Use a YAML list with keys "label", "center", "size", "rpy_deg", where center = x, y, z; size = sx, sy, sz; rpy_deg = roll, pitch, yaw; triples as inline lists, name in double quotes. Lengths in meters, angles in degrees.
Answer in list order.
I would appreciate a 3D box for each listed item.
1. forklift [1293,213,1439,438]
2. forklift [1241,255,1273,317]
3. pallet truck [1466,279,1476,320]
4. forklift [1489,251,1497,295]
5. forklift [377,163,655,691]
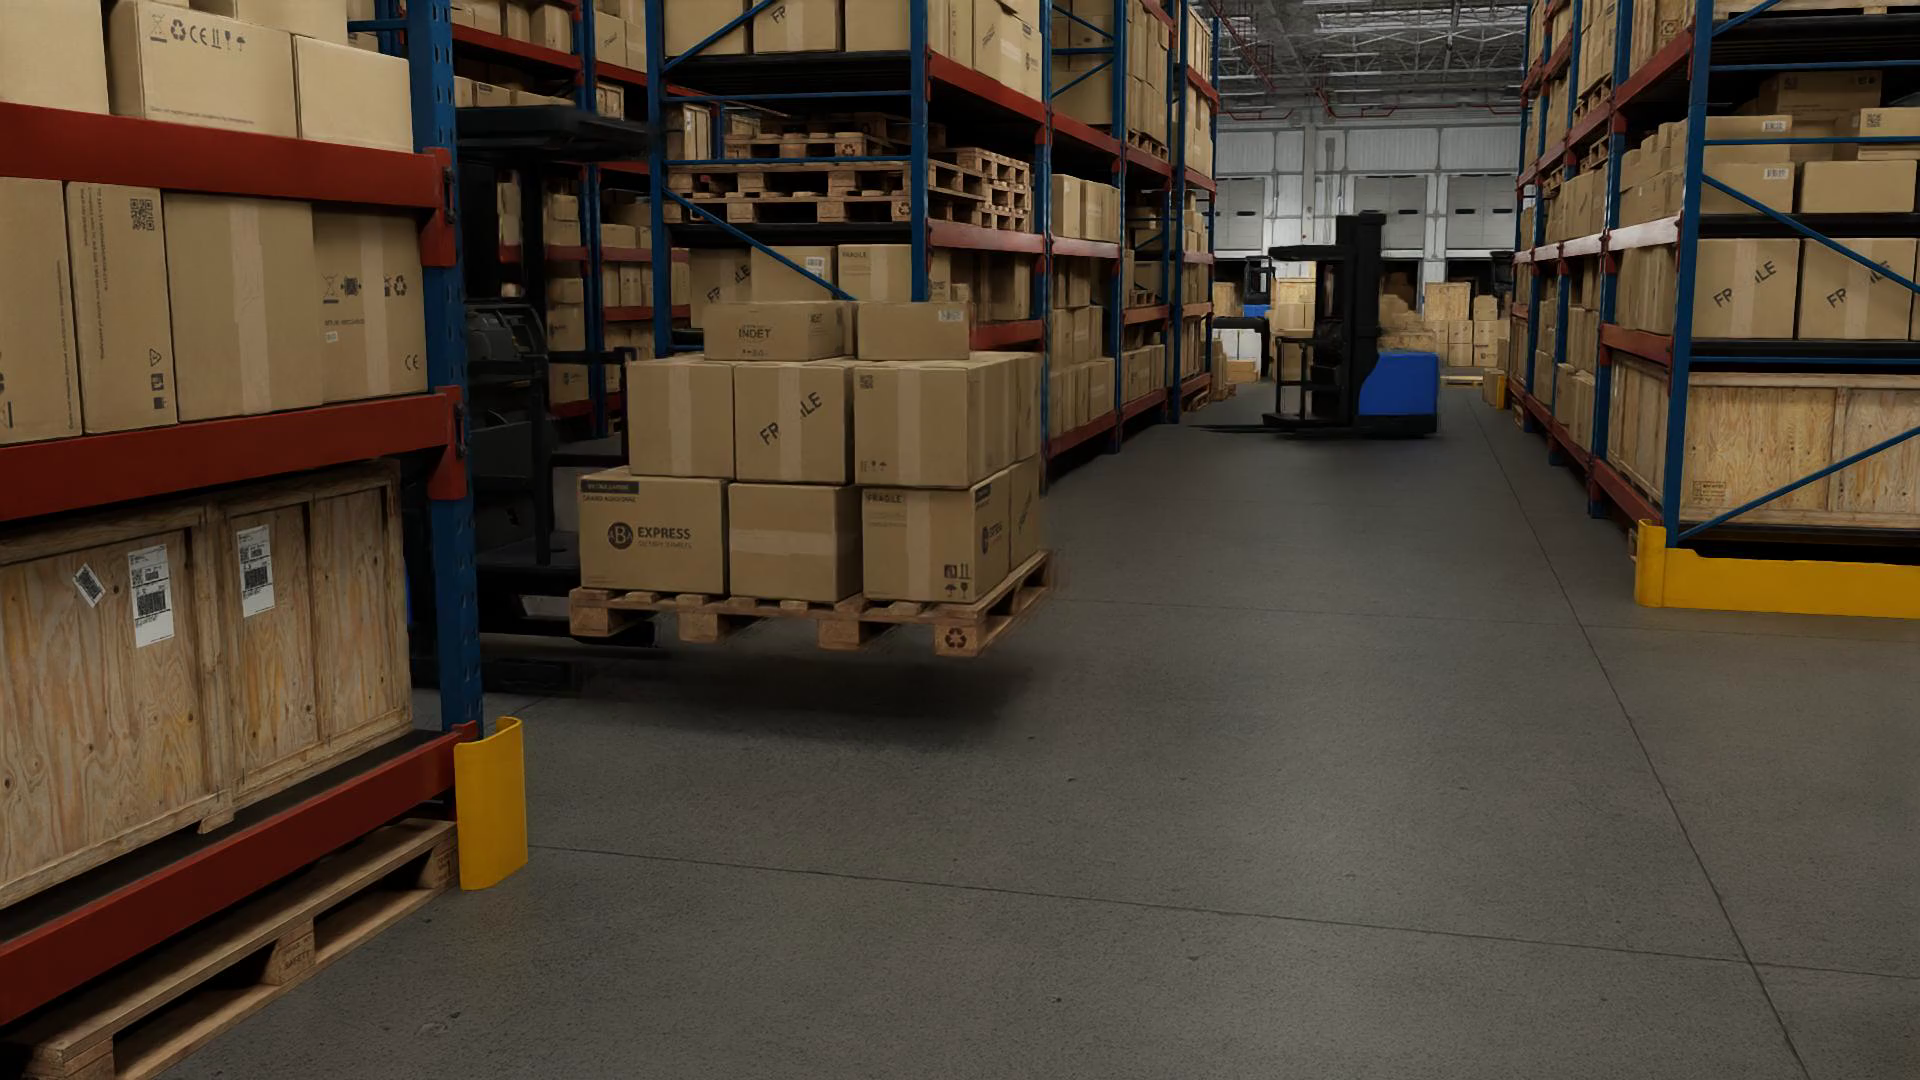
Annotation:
- label: "forklift"
  center: [5.038, -2.730, 21.116]
  size: [1.873, 2.768, 1.129]
  rpy_deg: [-1, 9, -7]
- label: "forklift"
  center: [10.551, -8.662, 58.805]
  size: [1.129, 2.768, 1.873]
  rpy_deg: [2, 9, 15]
- label: "pallet truck"
  center: [18.896, -8.459, 60.307]
  size: [1.885, 1.965, 0.823]
  rpy_deg: [5, 10, 31]
- label: "forklift"
  center: [16.070, -7.134, 49.097]
  size: [1.129, 2.768, 1.873]
  rpy_deg: [-1, 9, -4]
- label: "forklift"
  center: [-2.704, -0.748, 8.526]
  size: [1.873, 2.768, 1.129]
  rpy_deg: [2, 9, 13]
